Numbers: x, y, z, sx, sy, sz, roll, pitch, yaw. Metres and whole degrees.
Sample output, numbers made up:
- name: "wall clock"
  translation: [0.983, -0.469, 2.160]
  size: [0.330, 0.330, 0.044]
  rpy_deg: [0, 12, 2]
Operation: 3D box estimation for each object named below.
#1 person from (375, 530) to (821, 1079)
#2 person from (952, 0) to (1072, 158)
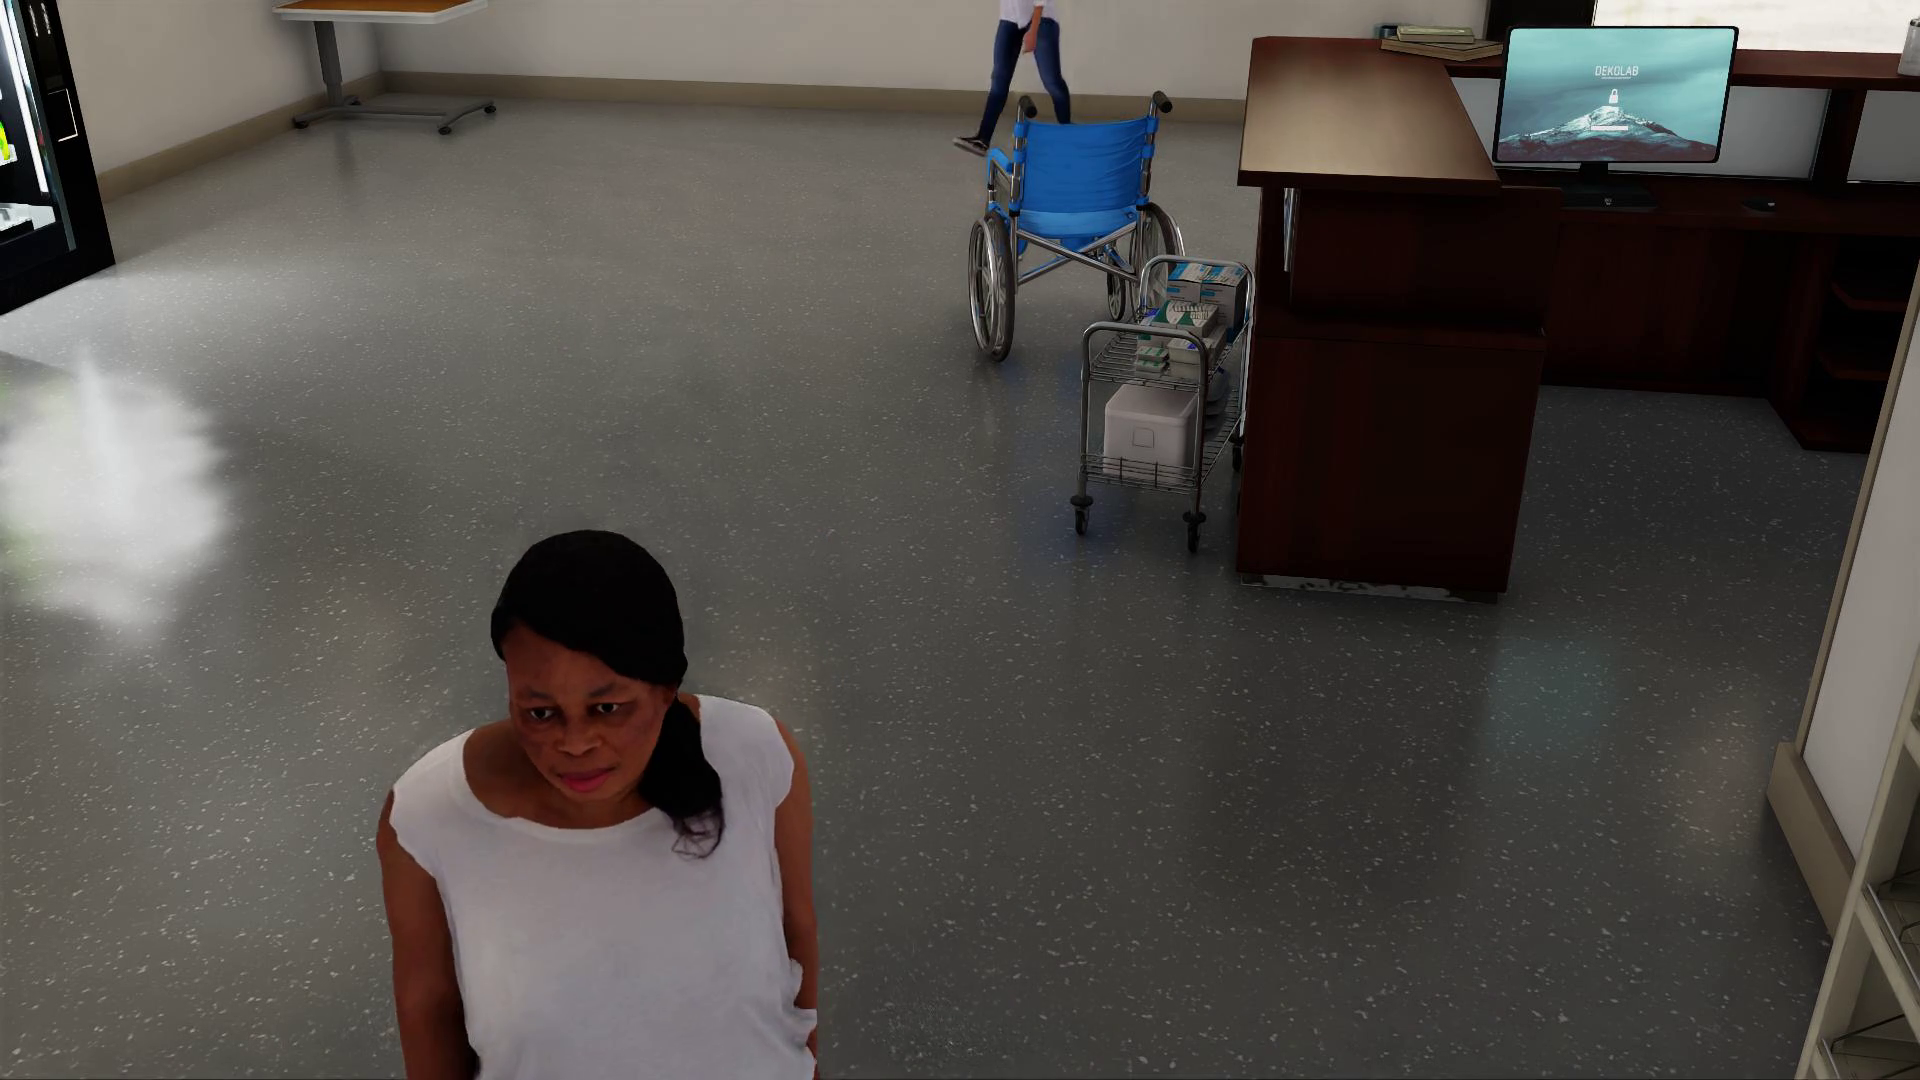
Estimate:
- name: "person"
  translation: [-0.403, 0.719, 2.163]
  size: [0.765, 1.670, 0.791]
  rpy_deg: [-5, 26, -10]
- name: "person"
  translation: [0.511, -3.205, 10.296]
  size: [1.184, 1.674, 1.078]
  rpy_deg: [-20, 32, -36]
